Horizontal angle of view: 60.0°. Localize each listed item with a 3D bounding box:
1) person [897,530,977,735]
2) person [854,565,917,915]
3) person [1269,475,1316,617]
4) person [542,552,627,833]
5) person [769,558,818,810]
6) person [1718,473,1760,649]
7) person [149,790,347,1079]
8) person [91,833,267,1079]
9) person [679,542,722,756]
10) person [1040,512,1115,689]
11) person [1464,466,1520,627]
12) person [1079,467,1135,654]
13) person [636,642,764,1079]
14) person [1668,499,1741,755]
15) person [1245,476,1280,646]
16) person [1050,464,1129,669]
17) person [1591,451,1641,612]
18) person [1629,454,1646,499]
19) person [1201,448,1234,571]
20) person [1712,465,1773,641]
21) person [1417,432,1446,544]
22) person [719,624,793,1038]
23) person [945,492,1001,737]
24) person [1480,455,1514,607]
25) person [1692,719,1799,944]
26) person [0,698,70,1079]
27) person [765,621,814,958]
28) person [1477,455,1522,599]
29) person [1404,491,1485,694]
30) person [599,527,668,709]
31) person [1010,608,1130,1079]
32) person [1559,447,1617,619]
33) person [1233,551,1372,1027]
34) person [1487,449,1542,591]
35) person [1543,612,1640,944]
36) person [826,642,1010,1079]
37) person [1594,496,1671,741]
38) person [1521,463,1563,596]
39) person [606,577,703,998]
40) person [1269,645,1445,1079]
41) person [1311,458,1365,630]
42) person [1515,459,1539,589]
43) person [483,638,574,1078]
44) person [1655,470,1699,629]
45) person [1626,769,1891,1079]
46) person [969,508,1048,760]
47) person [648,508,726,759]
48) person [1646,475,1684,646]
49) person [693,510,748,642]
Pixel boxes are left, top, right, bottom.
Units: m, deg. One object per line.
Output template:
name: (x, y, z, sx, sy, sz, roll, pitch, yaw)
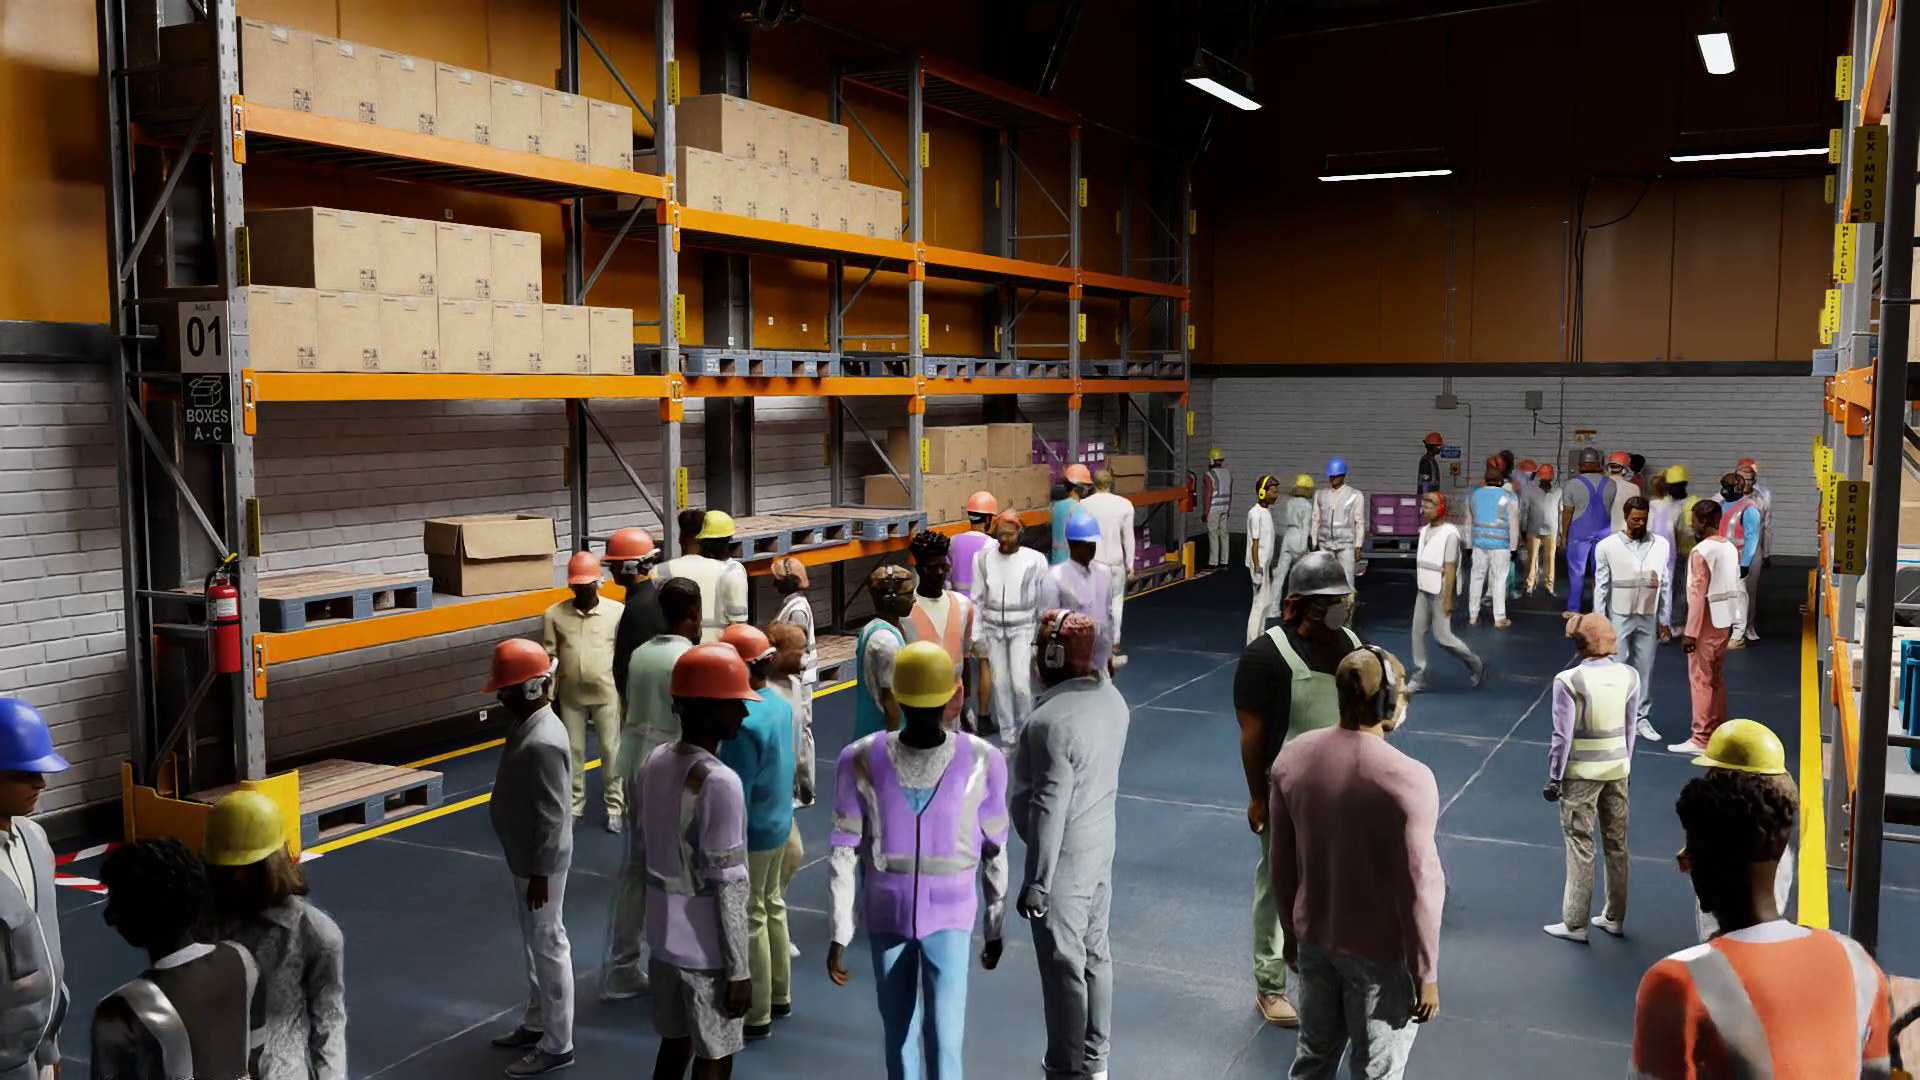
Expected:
person: (-0.170, 0.920, 9.176, 0.603, 1.966, 0.368, -3, 6, -33)
person: (-0.360, 1.045, 8.470, 0.344, 1.847, 0.504, -1, 5, -15)
person: (4.033, 0.073, 19.749, 0.901, 1.688, 0.493, -3, 6, -32)
person: (-2.285, 0.934, 10.219, 0.567, 1.741, 0.355, 0, 5, -2)
person: (-1.083, 0.927, 10.835, 0.310, 1.640, 0.514, -1, 5, -11)
person: (8.045, 0.219, 17.387, 0.429, 1.843, 0.623, -1, 5, -11)
person: (-1.838, 1.482, 4.346, 0.494, 1.726, 0.568, 0, 5, -3)
person: (-1.870, 1.541, 3.988, 0.358, 1.686, 0.540, 1, 5, 9)
person: (-1.736, 0.773, 11.201, 0.355, 1.883, 0.573, -1, 5, -14)
person: (0.750, 0.771, 10.939, 0.629, 1.934, 0.605, -5, 7, -41)
person: (6.097, 0.073, 19.076, 0.641, 1.833, 0.431, 5, 7, 43)
person: (1.434, 0.225, 16.845, 0.661, 1.923, 0.672, 1, 5, 6)
person: (-0.821, 1.290, 5.365, 0.375, 1.934, 0.548, -4, 7, -38)
person: (5.598, 0.649, 12.416, 0.398, 1.909, 0.599, 5, 7, 45)
person: (3.033, 0.287, 16.602, 0.349, 1.856, 0.528, 2, 6, 22)
person: (1.176, 0.284, 15.817, 0.994, 2.000, 0.617, -2, 6, -25)
person: (7.685, -0.046, 19.494, 0.409, 1.984, 0.613, -5, 7, -44)
person: (10.435, -0.482, 25.684, 0.318, 1.699, 0.535, 2, 6, 20)
person: (3.788, -0.452, 24.644, 0.591, 1.834, 0.404, -5, 7, -41)
person: (8.419, 0.138, 17.941, 0.639, 1.904, 0.410, 1, 5, 11)
person: (7.208, -0.628, 25.459, 0.404, 2.038, 0.605, 3, 6, 26)
person: (-0.899, 1.226, 7.102, 0.352, 1.738, 0.573, 1, 5, 12)
person: (0.143, 0.583, 13.066, 0.549, 1.923, 0.390, 3, 6, 29)
person: (6.662, -0.109, 20.668, 0.353, 1.886, 0.573, -1, 5, -6)
person: (2.371, 1.410, 5.090, 0.294, 1.744, 0.486, 2, 6, 18)
person: (-2.548, 1.379, 4.398, 0.415, 1.939, 0.605, 0, 5, -2)
person: (-0.870, 1.193, 8.000, 0.482, 1.617, 0.549, 1, 5, 15)
person: (6.999, -0.192, 21.736, 0.599, 1.864, 1.031, -1, 5, -7)
person: (4.281, 0.473, 14.761, 0.752, 1.819, 0.582, -1, 5, -14)
person: (-1.759, 0.917, 9.178, 0.434, 1.981, 0.635, 0, 5, -4)
person: (0.391, 1.211, 6.361, 0.407, 1.908, 0.641, 3, 6, 27)
person: (7.351, -0.079, 19.526, 0.688, 2.000, 0.536, 0, 5, -3)
person: (1.559, 1.065, 7.216, 0.687, 2.000, 0.538, -2, 6, -24)
person: (7.346, -0.254, 22.069, 0.700, 1.912, 0.642, -2, 6, -20)
person: (3.124, 1.170, 8.225, 0.514, 1.640, 0.309, -2, 6, -22)
person: (-0.147, 1.294, 5.508, 0.608, 1.900, 0.801, 0, 5, 4)
person: (5.204, 0.605, 12.912, 0.597, 1.909, 0.393, -1, 5, -6)
person: (7.605, -0.133, 21.683, 0.563, 1.742, 0.339, 1, 5, 10)
person: (-1.337, 1.116, 7.550, 0.610, 1.872, 0.721, 5, 7, 44)
person: (1.256, 1.296, 5.283, 0.353, 1.936, 0.635, -4, 7, -36)
person: (4.232, 0.046, 18.691, 0.615, 1.942, 0.408, 4, 6, 34)
person: (7.667, -0.211, 22.469, 0.334, 1.753, 0.562, 2, 6, 24)
person: (-1.736, 1.258, 6.708, 0.333, 1.745, 0.559, -2, 6, -24)
person: (7.925, 0.130, 18.439, 1.054, 1.828, 0.609, -3, 6, -30)
person: (1.685, 1.458, 3.658, 0.613, 1.919, 0.911, -3, 6, -26)
person: (0.349, 0.697, 12.147, 0.581, 1.864, 0.549, 2, 6, 19)
person: (-1.791, 0.757, 11.041, 0.621, 1.938, 0.446, -2, 6, -20)
person: (7.438, 0.210, 17.706, 0.509, 1.806, 0.947, 1, 5, 15)
person: (-1.600, 0.761, 11.092, 0.364, 1.928, 0.587, -3, 6, -28)
